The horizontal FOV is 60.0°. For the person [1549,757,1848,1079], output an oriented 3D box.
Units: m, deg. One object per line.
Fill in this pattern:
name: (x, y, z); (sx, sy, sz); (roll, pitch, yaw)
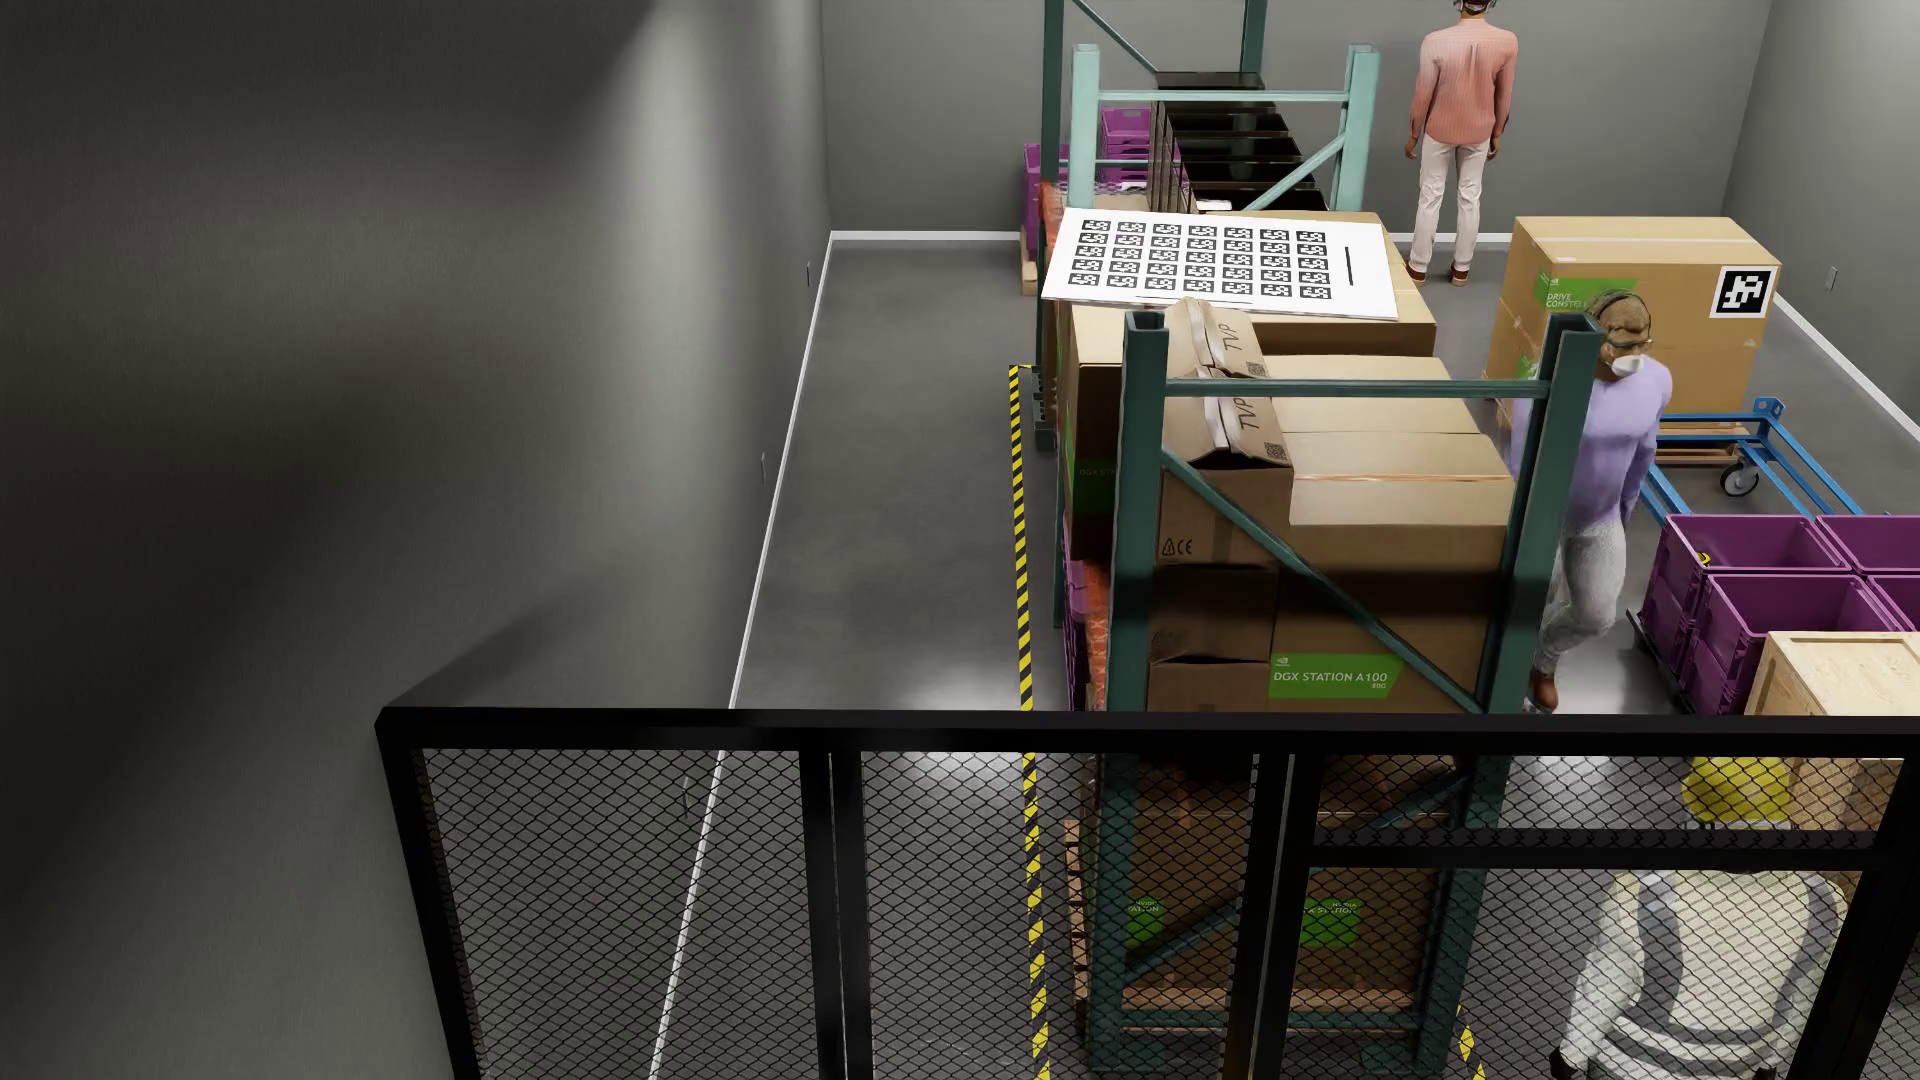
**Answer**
person: (1.808, 1.265, 4.222); (0.589, 1.825, 0.403); (1, 31, 1)

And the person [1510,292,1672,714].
person: (2.323, -0.058, 6.334); (0.637, 1.923, 0.433); (-6, 31, -9)

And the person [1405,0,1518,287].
person: (3.105, -2.563, 10.417); (0.611, 1.996, 0.379); (1, 31, 1)
